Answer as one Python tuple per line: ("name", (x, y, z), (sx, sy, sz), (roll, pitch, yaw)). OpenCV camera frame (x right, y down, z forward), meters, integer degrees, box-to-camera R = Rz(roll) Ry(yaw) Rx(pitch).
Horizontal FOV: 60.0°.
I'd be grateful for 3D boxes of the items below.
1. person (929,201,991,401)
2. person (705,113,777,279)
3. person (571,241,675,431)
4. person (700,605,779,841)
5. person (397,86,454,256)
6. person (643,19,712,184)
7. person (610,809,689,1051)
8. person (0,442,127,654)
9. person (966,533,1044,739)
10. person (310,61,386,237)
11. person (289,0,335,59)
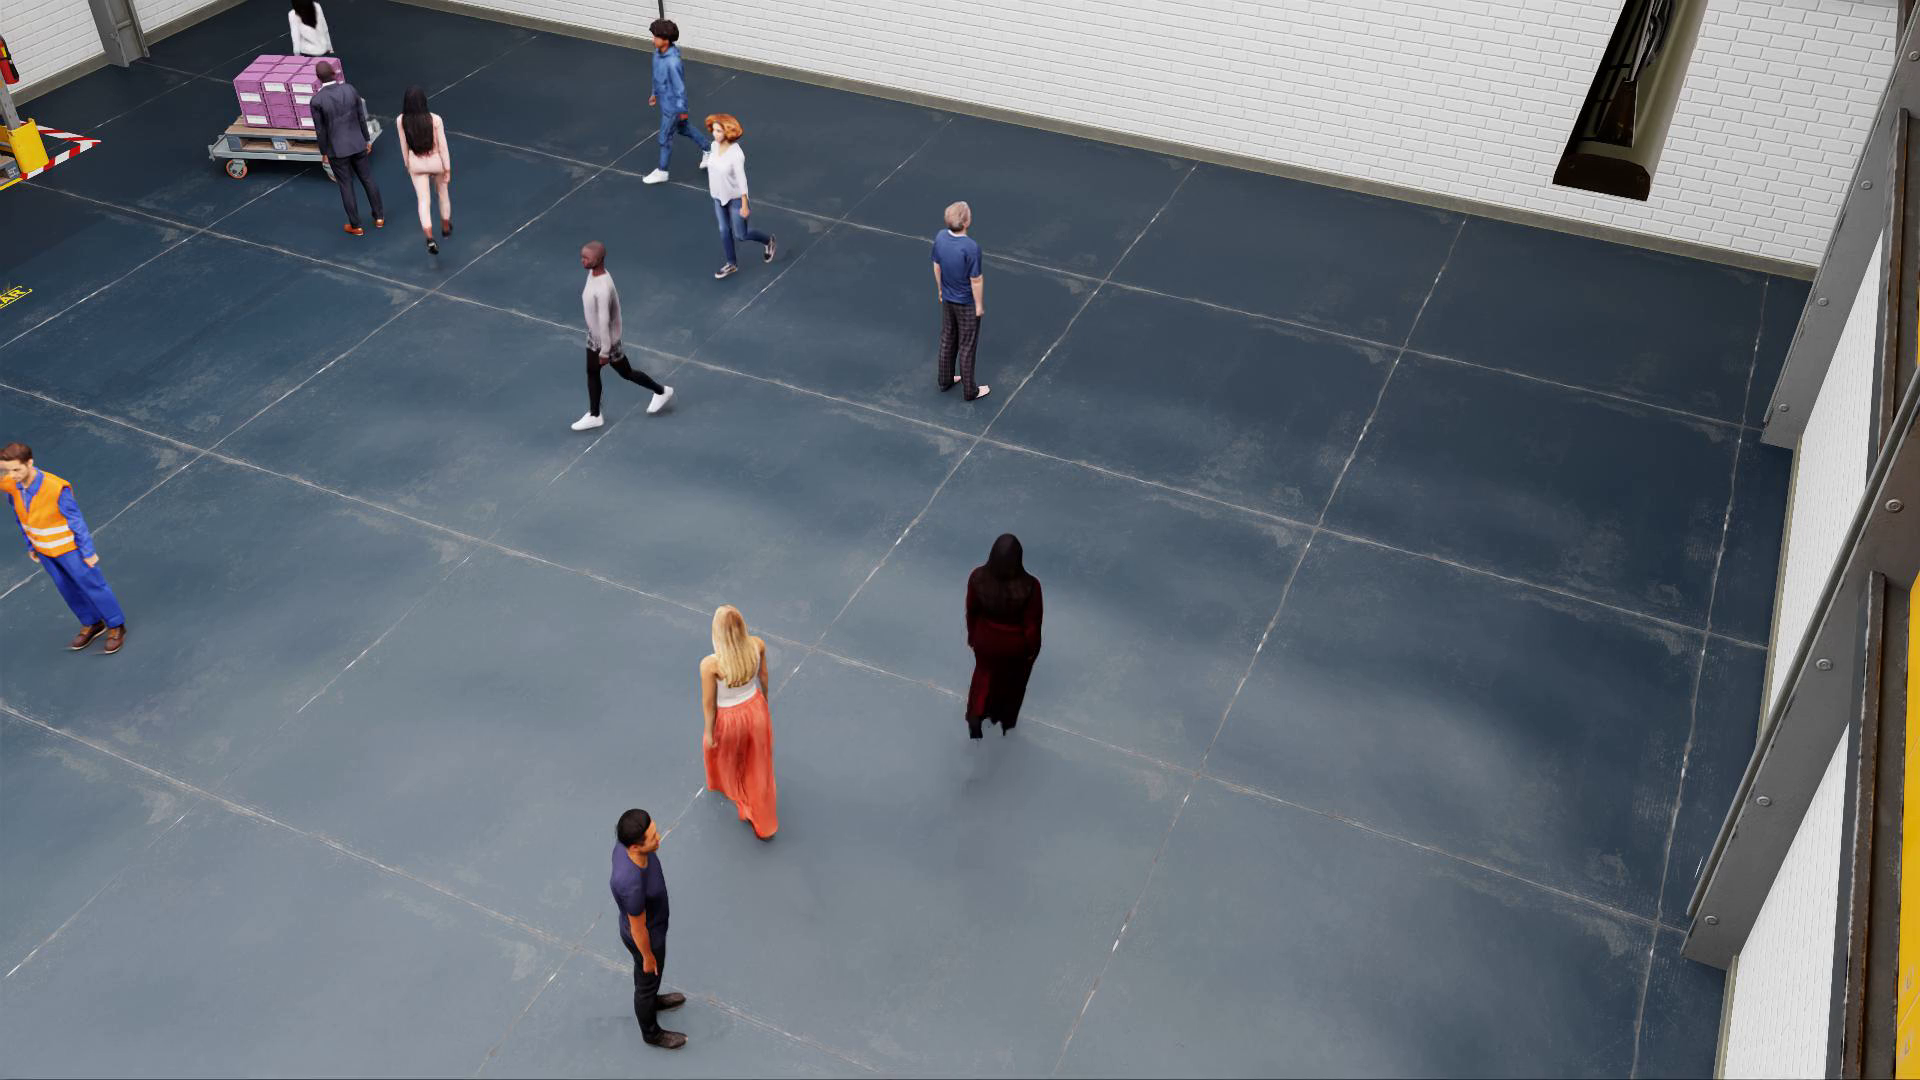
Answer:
("person", (-0.002, -2.086, 14.472), (0.712, 1.871, 0.638), (28, 46, 30))
("person", (-2.166, -3.389, 16.249), (0.997, 1.690, 0.832), (-31, 48, -33))
("person", (-2.908, -1.733, 14.136), (1.222, 1.739, 1.095), (-17, 42, -20))
("person", (-1.339, 1.199, 10.434), (1.061, 1.778, 1.048), (-21, 43, -24))
("person", (-5.323, -3.658, 16.580), (1.014, 1.696, 1.187), (-6, 39, -7))
("person", (-3.003, -4.726, 17.849), (1.235, 1.781, 1.151), (-14, 41, -17))
("person", (-1.760, 2.141, 9.245), (0.785, 1.788, 0.668), (-5, 39, -6))
("person", (-6.387, 0.040, 11.823), (0.736, 1.855, 0.695), (6, 39, 8))
("person", (0.276, 0.717, 11.062), (0.701, 1.747, 0.796), (12, 40, 14))
("person", (-6.233, -3.985, 16.888), (0.710, 1.823, 0.841), (-27, 46, -29))
("person", (-7.289, -5.534, 18.933), (0.676, 1.692, 0.520), (14, 41, 17))
